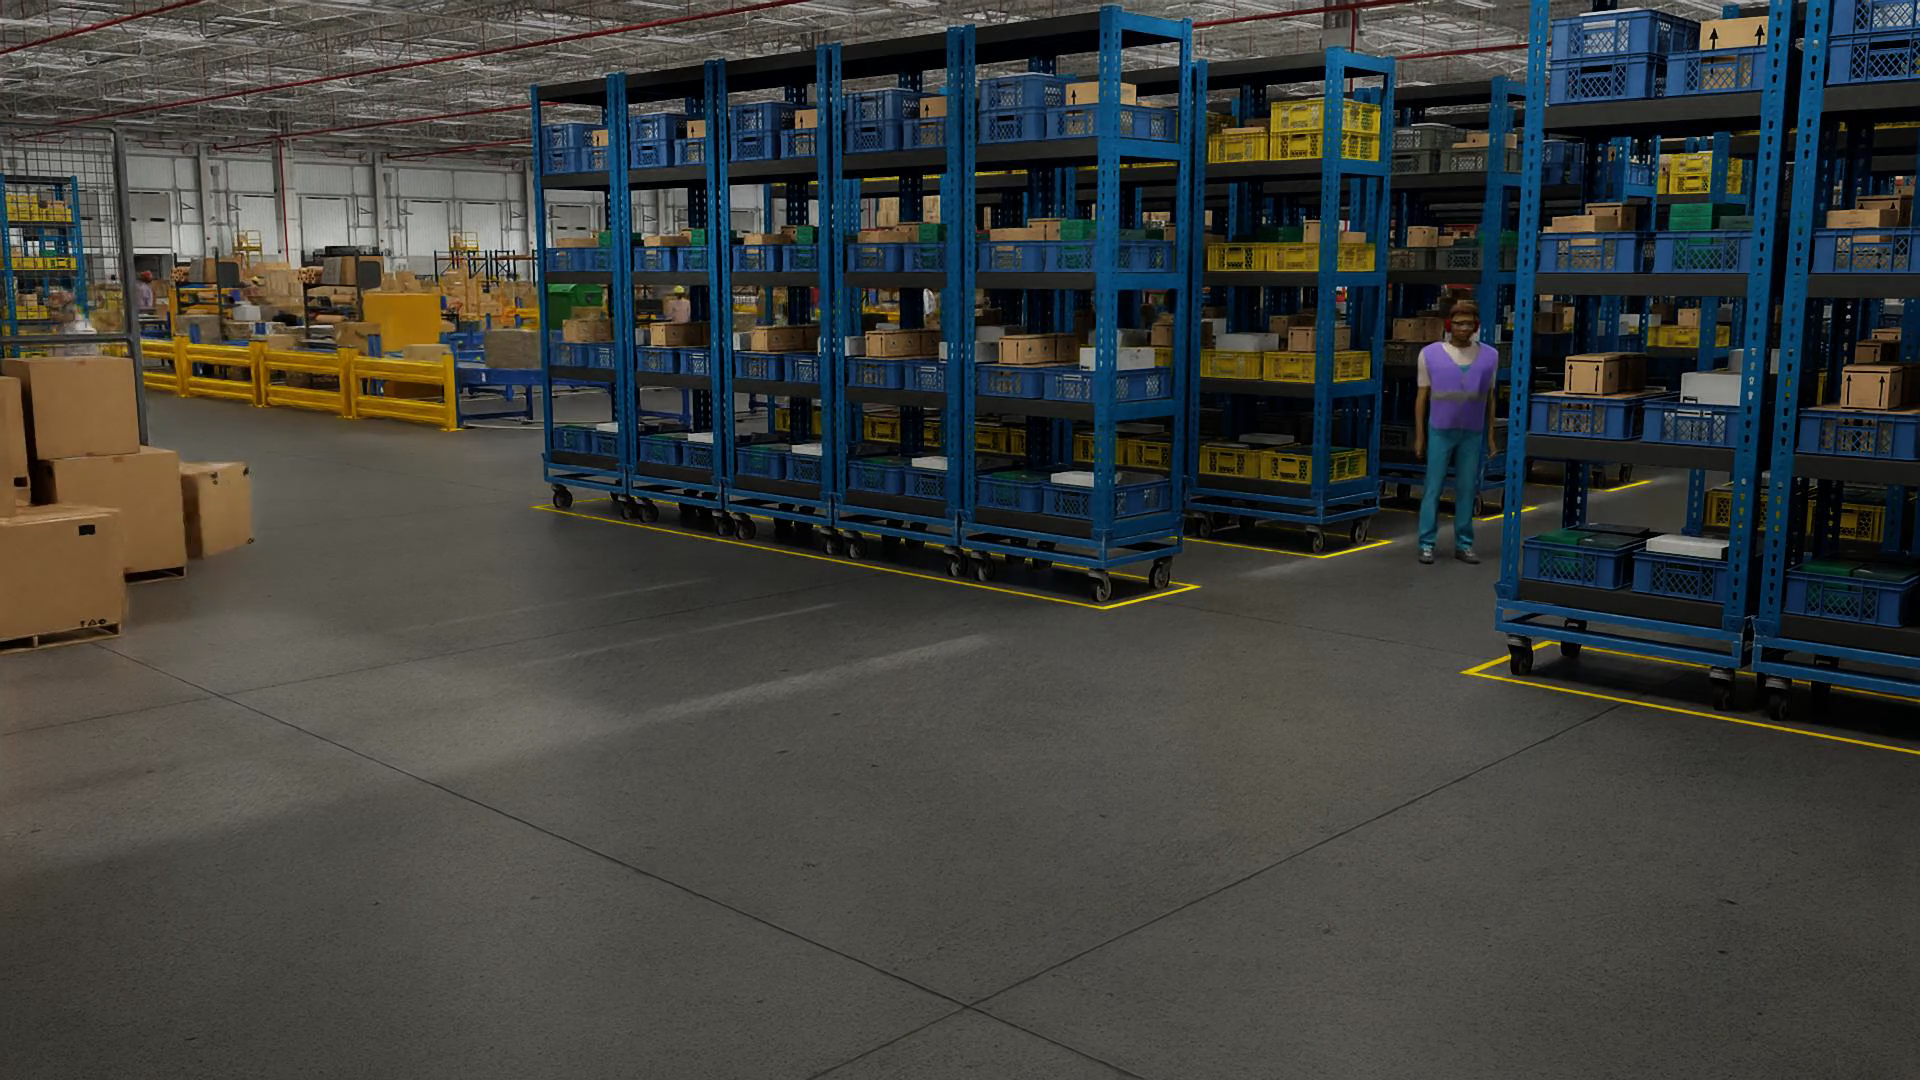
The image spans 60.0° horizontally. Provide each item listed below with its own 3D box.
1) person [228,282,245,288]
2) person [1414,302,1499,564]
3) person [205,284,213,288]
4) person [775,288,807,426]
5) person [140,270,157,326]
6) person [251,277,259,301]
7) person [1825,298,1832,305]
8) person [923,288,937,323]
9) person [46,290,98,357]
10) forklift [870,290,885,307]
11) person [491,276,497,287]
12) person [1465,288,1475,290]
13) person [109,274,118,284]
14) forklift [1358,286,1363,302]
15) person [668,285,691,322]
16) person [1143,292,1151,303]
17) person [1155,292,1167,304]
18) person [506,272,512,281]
[{"bbox_3d":[-26.428,-8.804,60.793,0.619,1.934,1.012,-1,9,-5],"label":"person"},{"bbox_3d":[3.476,-0.747,11.697,0.572,1.840,0.373,0,9,0],"label":"person"},{"bbox_3d":[-37.184,-12.200,82.372,0.529,1.695,0.321,6,11,34],"label":"person"},{"bbox_3d":[-2.229,-2.350,21.602,0.633,1.811,0.532,8,12,42],"label":"person"},{"bbox_3d":[-22.825,-6.577,46.869,0.585,2.023,0.648,-2,9,-10],"label":"person"},{"bbox_3d":[-27.461,-9.367,64.825,0.525,1.755,0.367,9,13,43],"label":"person"},{"bbox_3d":[18.918,-4.784,36.154,1.024,1.949,0.631,0,9,-1],"label":"person"},{"bbox_3d":[-0.830,-6.107,44.628,0.403,1.822,0.589,1,9,5],"label":"person"},{"bbox_3d":[-8.139,-1.325,15.159,0.670,1.868,0.720,7,12,37],"label":"person"},{"bbox_3d":[-2.995,-11.228,72.785,1.873,2.768,1.129,9,13,43],"label":"forklift"},{"bbox_3d":[-21.981,-11.611,78.616,0.294,1.744,0.487,-8,12,-40],"label":"person"},{"bbox_3d":[20.470,-9.736,66.588,0.389,1.916,0.590,-8,12,-39],"label":"person"},{"bbox_3d":[-38.208,-11.118,75.374,0.846,1.809,0.654,-8,12,-39],"label":"person"},{"bbox_3d":[11.100,-7.017,46.970,1.873,2.768,1.129,9,13,43],"label":"forklift"},{"bbox_3d":[-5.784,-4.409,34.423,0.539,1.758,0.395,-4,10,-22],"label":"person"},{"bbox_3d":[5.984,-7.662,54.068,0.980,1.860,0.659,-6,11,-33],"label":"person"},{"bbox_3d":[7.566,-8.958,62.606,0.822,1.651,0.538,7,11,36],"label":"person"},{"bbox_3d":[-23.175,-12.831,85.647,0.461,1.884,0.646,-3,10,-17],"label":"person"}]
